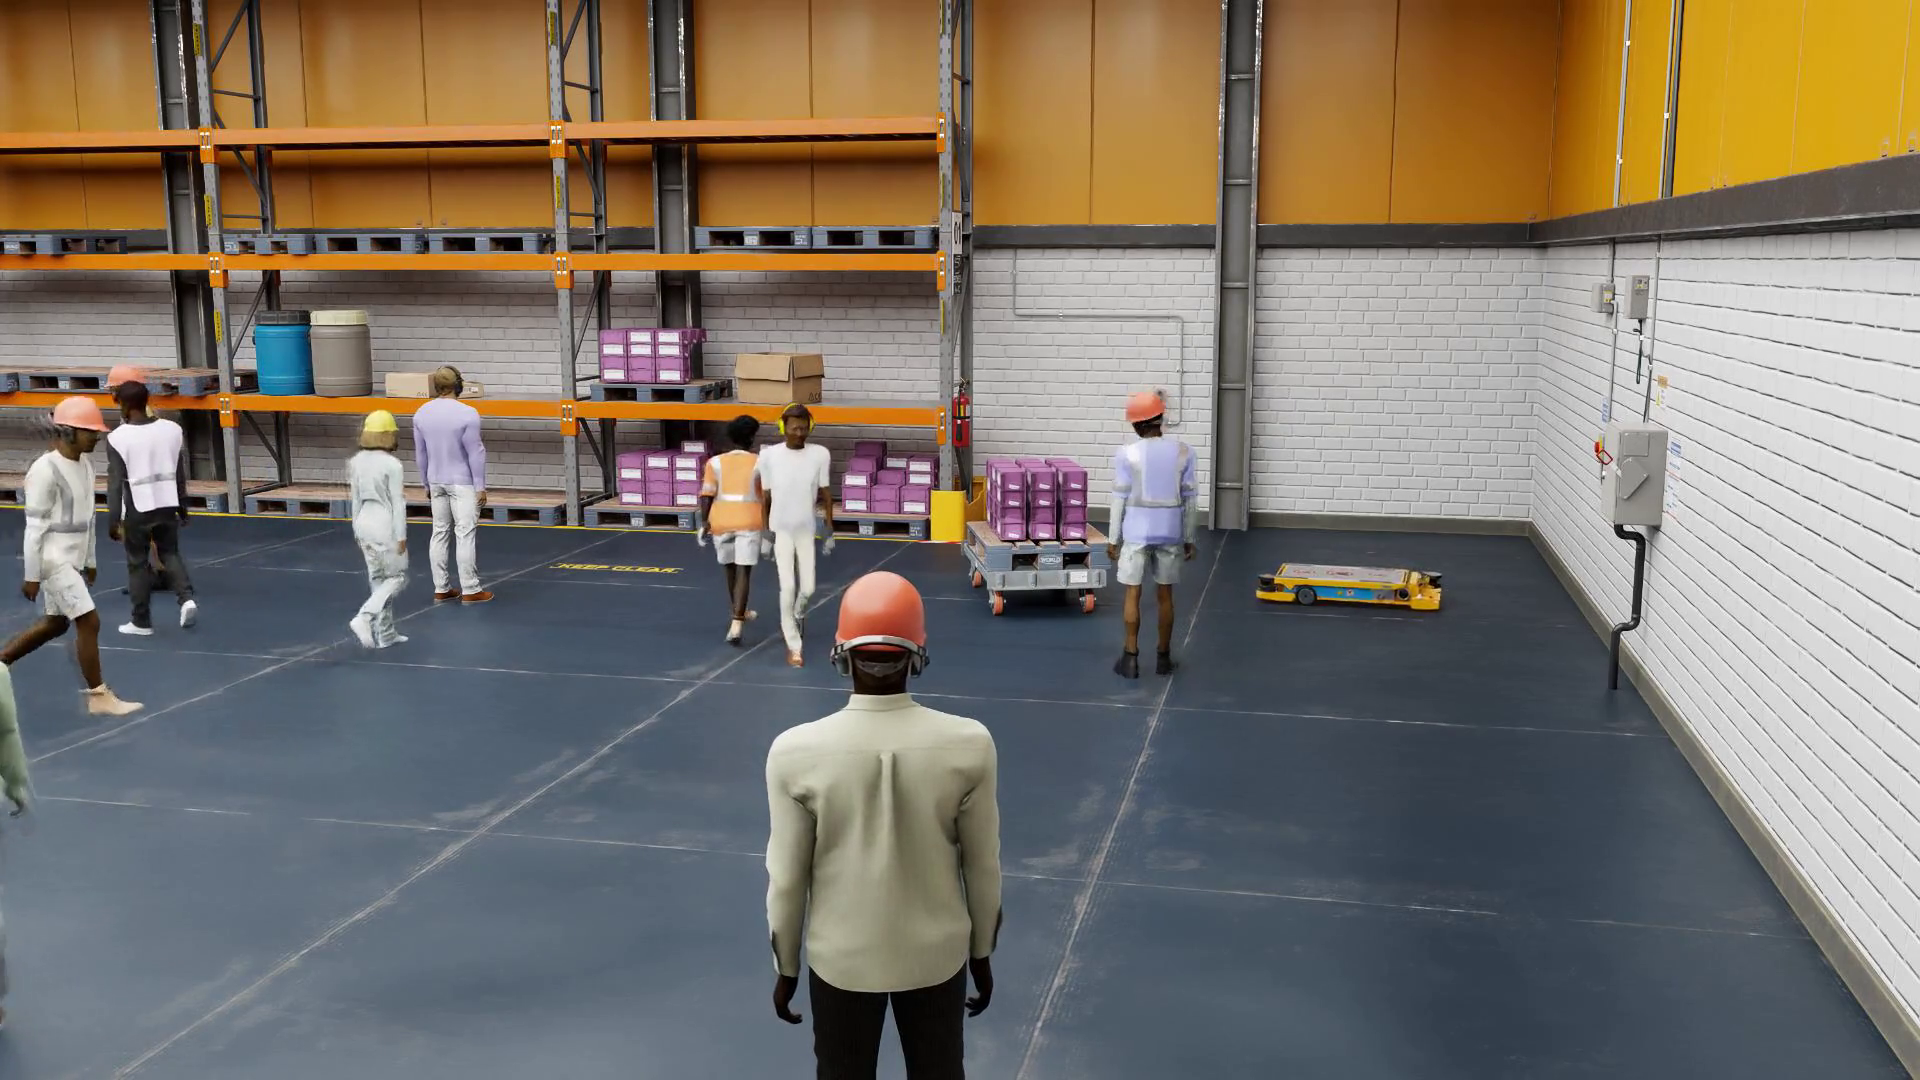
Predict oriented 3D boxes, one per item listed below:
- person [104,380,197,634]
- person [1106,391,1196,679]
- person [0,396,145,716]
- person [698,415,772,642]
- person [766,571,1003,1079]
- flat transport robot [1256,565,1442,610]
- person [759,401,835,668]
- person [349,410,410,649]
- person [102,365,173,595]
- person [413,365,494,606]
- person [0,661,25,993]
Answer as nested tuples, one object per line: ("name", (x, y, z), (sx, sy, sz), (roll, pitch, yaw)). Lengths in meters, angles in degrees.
("person", (-5.983, -0.218, 12.271), (0.608, 1.881, 0.639), (6, 11, 31))
("person", (1.267, -0.029, 11.062), (0.591, 1.912, 0.397), (-2, 10, -11))
("person", (-5.544, 0.115, 10.054), (0.955, 1.986, 0.624), (-1, 10, -6))
("person", (-1.639, -0.093, 12.237), (0.575, 1.640, 0.880), (1, 10, 8))
("person", (-0.194, 1.068, 4.316), (0.609, 1.995, 0.378), (-2, 10, -9))
("flat transport robot", (3.177, 0.369, 13.552), (1.431, 0.197, 0.652), (3, 10, 17))
("person", (-1.133, -0.063, 11.513), (0.522, 1.838, 0.633), (-2, 10, -13))
("person", (-4.145, -0.052, 11.759), (0.490, 1.725, 0.550), (5, 11, 26))
("person", (-6.841, -0.490, 13.786), (0.528, 1.919, 0.560), (-3, 10, -15))
("person", (-4.074, -0.437, 13.393), (0.633, 1.940, 0.368), (4, 10, 21))
("person", (-3.692, 0.966, 6.053), (0.519, 1.614, 0.568), (-7, 12, -35))
